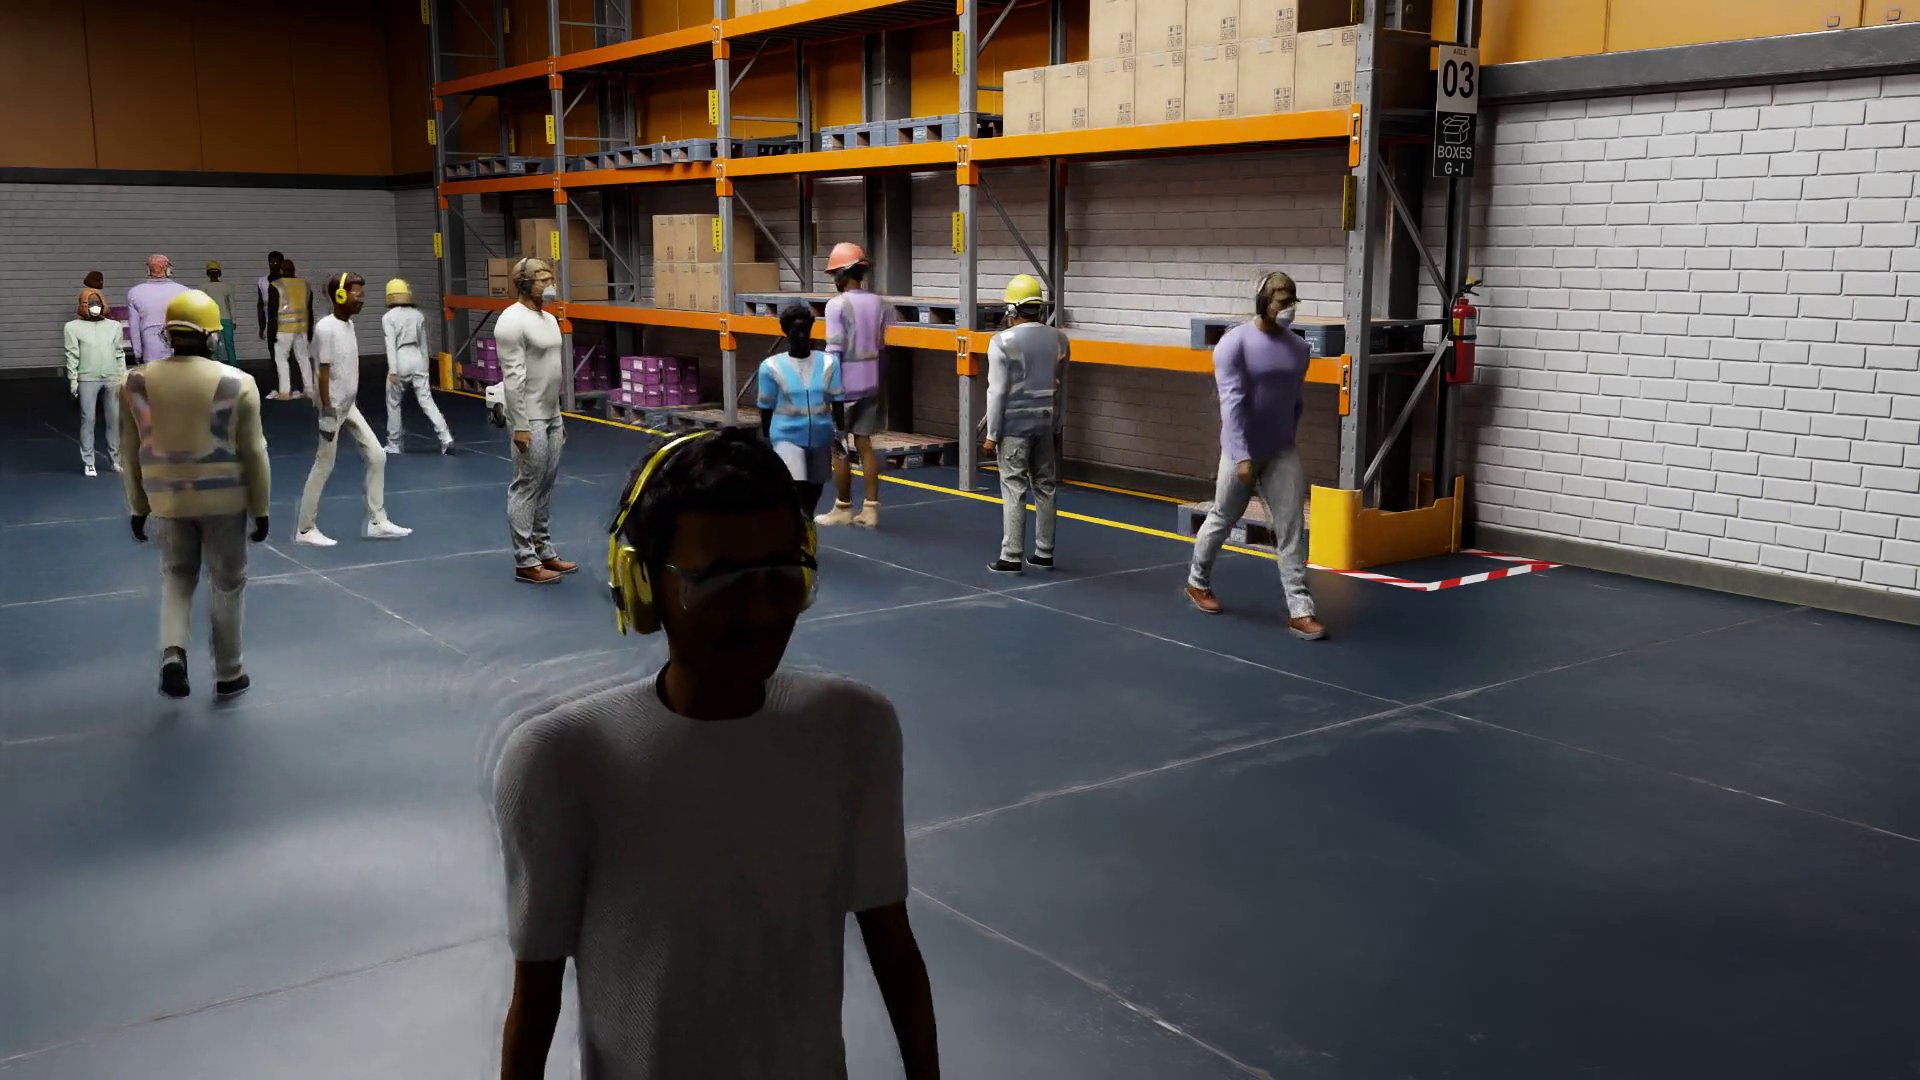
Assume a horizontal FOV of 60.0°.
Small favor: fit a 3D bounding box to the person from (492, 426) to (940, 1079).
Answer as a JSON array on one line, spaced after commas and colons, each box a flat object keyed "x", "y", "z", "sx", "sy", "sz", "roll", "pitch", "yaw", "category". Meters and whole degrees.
[{"x": -0.250, "y": 0.772, "z": 1.974, "sx": 0.526, "sy": 1.821, "sz": 0.985, "roll": -6, "pitch": 12, "yaw": -32, "category": "person"}]

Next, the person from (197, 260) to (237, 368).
[{"x": -10.963, "y": -3.234, "z": 24.572, "sx": 0.522, "sy": 1.769, "sz": 0.317, "roll": -7, "pitch": 12, "yaw": -34, "category": "person"}]

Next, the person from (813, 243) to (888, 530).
[{"x": -0.784, "y": -1.072, "z": 11.743, "sx": 0.559, "sy": 2.025, "sz": 0.654, "roll": 7, "pitch": 13, "yaw": 36, "category": "person"}]

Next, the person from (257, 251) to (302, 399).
[{"x": -8.850, "y": -2.797, "z": 21.697, "sx": 0.596, "sy": 1.918, "sz": 0.382, "roll": 0, "pitch": 10, "yaw": -1, "category": "person"}]

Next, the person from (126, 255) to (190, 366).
[{"x": -7.997, "y": -1.909, "z": 16.760, "sx": 0.641, "sy": 1.908, "sz": 0.407, "roll": -3, "pitch": 11, "yaw": -19, "category": "person"}]

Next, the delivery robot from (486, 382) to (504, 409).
[{"x": -5.025, "y": -1.600, "z": 18.553, "sx": 0.477, "sy": 0.478, "sz": 0.707, "roll": -7, "pitch": 12, "yaw": -34, "category": "delivery robot"}]

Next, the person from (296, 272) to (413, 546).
[{"x": -4.095, "y": -0.870, "z": 11.184, "sx": 0.853, "sy": 1.820, "sz": 0.601, "roll": 0, "pitch": 10, "yaw": 2, "category": "person"}]

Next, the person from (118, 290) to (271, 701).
[{"x": -3.322, "y": -0.171, "z": 7.263, "sx": 0.610, "sy": 1.820, "sz": 0.472, "roll": -1, "pitch": 10, "yaw": -7, "category": "person"}]

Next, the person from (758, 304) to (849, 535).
[{"x": -0.991, "y": -0.631, "z": 10.295, "sx": 0.530, "sy": 1.659, "sz": 0.844, "roll": -4, "pitch": 11, "yaw": -23, "category": "person"}]

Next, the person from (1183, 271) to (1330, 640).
[{"x": 1.562, "y": -0.467, "z": 8.773, "sx": 0.625, "sy": 1.891, "sz": 1.057, "roll": -4, "pitch": 11, "yaw": -24, "category": "person"}]

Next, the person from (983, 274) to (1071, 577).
[{"x": 0.389, "y": -0.694, "z": 10.157, "sx": 0.590, "sy": 1.833, "sz": 0.404, "roll": -7, "pitch": 12, "yaw": -35, "category": "person"}]

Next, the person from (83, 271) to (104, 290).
[{"x": -12.387, "y": -3.037, "z": 23.870, "sx": 0.287, "sy": 1.622, "sz": 0.510, "roll": -10, "pitch": 14, "yaw": -43, "category": "person"}]

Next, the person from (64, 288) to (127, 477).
[{"x": -7.527, "y": -1.376, "z": 14.536, "sx": 0.272, "sy": 1.632, "sz": 0.507, "roll": 8, "pitch": 13, "yaw": 39, "category": "person"}]

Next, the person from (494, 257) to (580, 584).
[{"x": -2.537, "y": -0.714, "z": 9.975, "sx": 0.372, "sy": 1.940, "sz": 0.631, "roll": 1, "pitch": 10, "yaw": 8, "category": "person"}]

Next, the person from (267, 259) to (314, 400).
[{"x": -8.693, "y": -2.729, "z": 21.617, "sx": 0.430, "sy": 1.818, "sz": 0.654, "roll": 6, "pitch": 12, "yaw": 30, "category": "person"}]

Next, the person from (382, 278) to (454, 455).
[{"x": -5.233, "y": -1.653, "z": 15.913, "sx": 0.859, "sy": 1.694, "sz": 0.500, "roll": 7, "pitch": 13, "yaw": 36, "category": "person"}]
